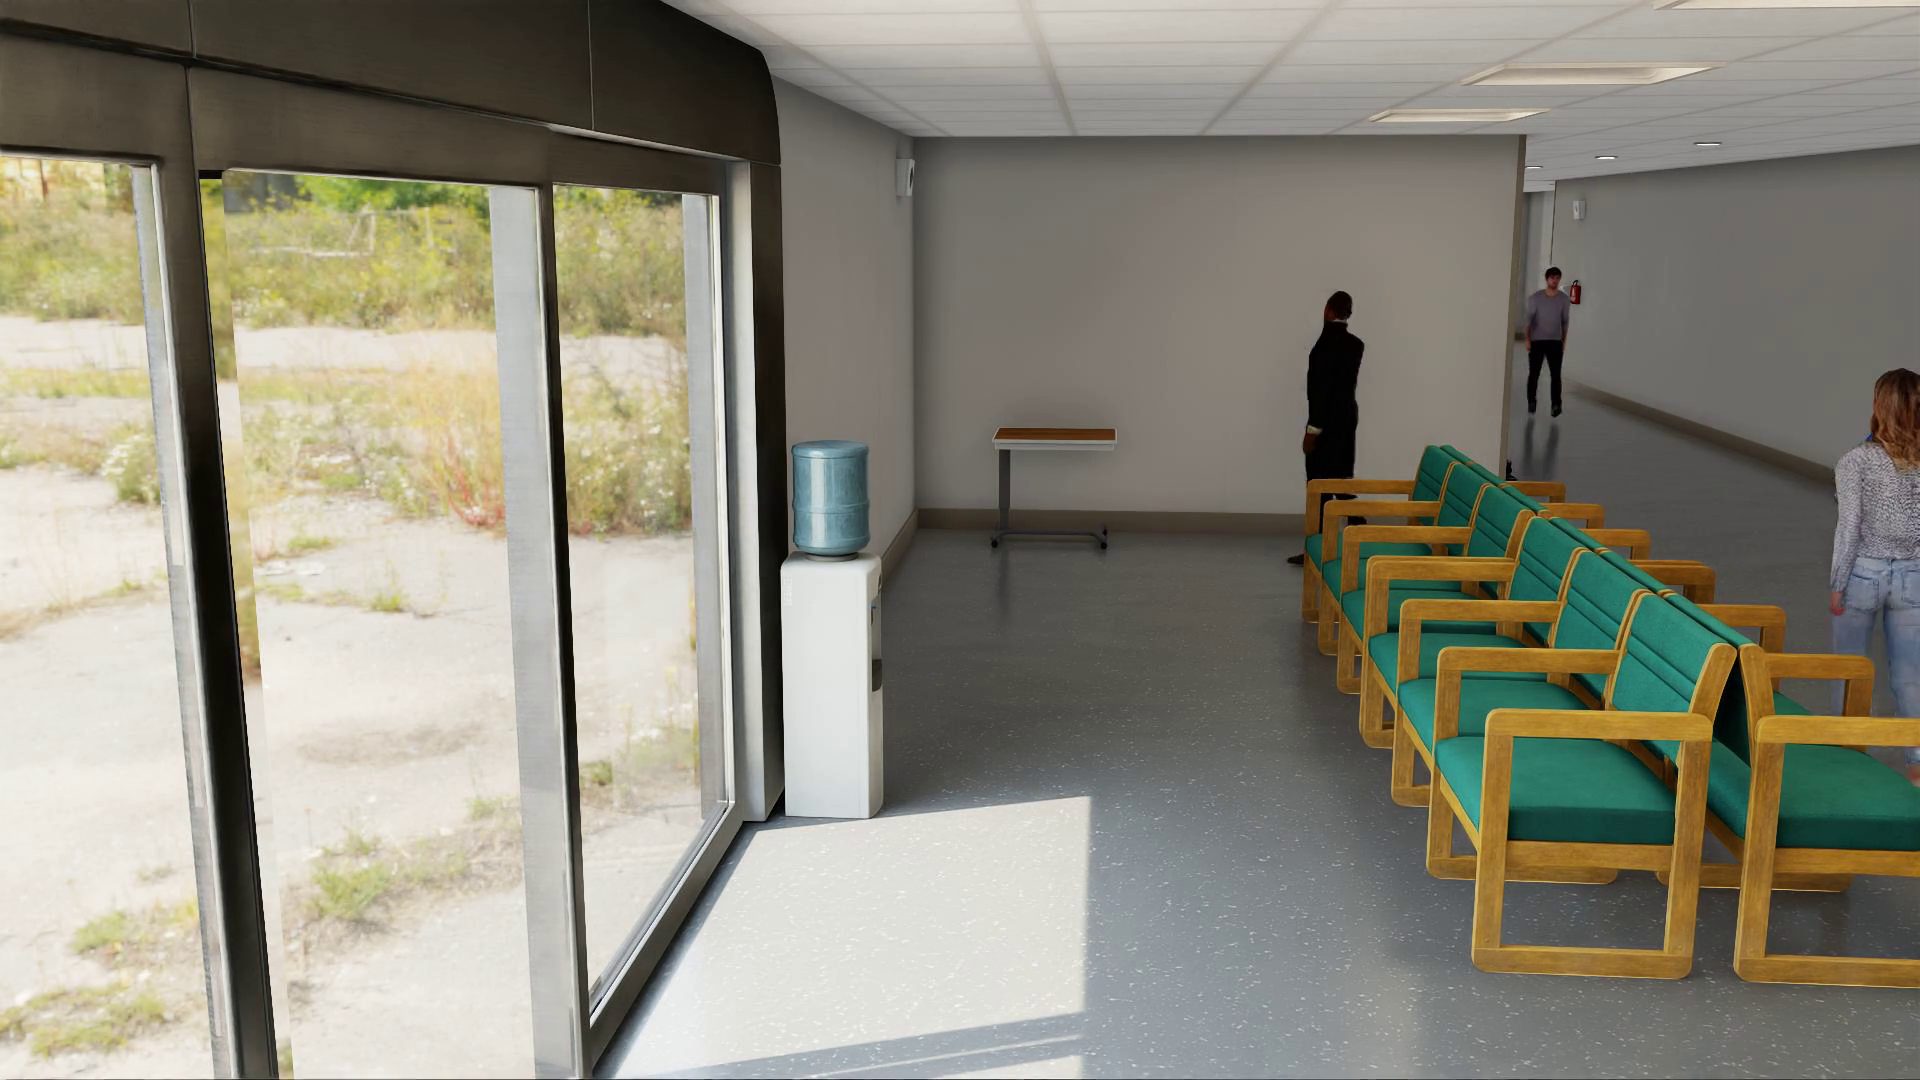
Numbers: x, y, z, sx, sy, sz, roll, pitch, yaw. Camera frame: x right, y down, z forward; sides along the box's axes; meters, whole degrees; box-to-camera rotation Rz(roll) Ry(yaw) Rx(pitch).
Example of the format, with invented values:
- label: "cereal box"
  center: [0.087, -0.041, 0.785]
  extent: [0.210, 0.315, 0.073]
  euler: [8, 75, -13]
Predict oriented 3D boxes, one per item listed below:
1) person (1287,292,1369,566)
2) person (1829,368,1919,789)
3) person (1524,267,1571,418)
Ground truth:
- label: "person"
  center: [2.571, -0.766, 11.535]
  extent: [0.953, 1.887, 0.980]
  euler: [4, 11, 20]
- label: "person"
  center: [3.692, 0.241, 6.567]
  extent: [1.099, 1.761, 0.692]
  euler: [2, 11, 8]
- label: "person"
  center: [7.153, -2.399, 20.394]
  extent: [1.132, 1.792, 0.827]
  euler: [2, 11, 11]
